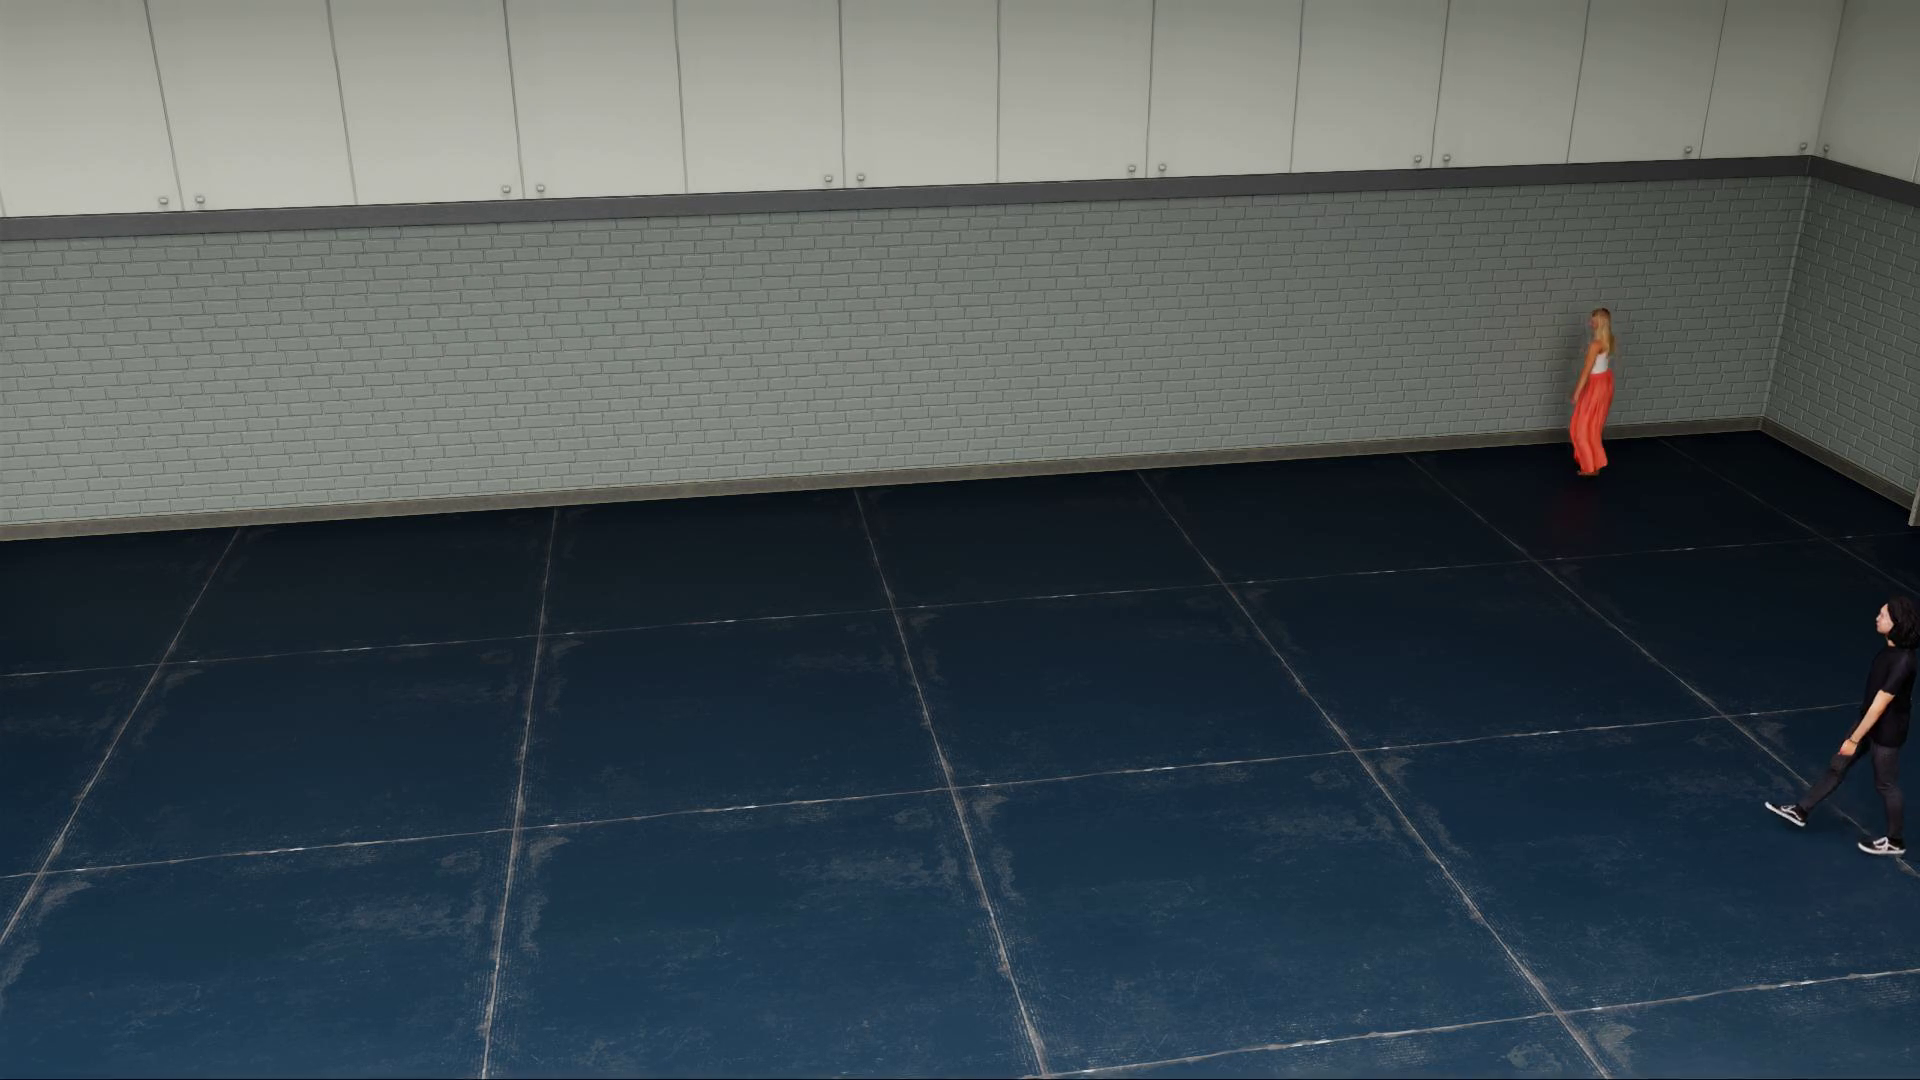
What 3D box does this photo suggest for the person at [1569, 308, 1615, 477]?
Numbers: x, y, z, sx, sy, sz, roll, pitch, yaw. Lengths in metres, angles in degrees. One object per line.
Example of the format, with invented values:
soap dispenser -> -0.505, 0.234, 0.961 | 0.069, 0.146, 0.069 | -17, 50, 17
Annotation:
person -> 6.616, -1.557, 17.250 | 0.869, 1.781, 0.901 | -14, 27, -29

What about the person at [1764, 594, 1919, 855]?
person -> 6.012, 1.228, 10.676 | 1.015, 1.800, 1.120 | 7, 24, 16
